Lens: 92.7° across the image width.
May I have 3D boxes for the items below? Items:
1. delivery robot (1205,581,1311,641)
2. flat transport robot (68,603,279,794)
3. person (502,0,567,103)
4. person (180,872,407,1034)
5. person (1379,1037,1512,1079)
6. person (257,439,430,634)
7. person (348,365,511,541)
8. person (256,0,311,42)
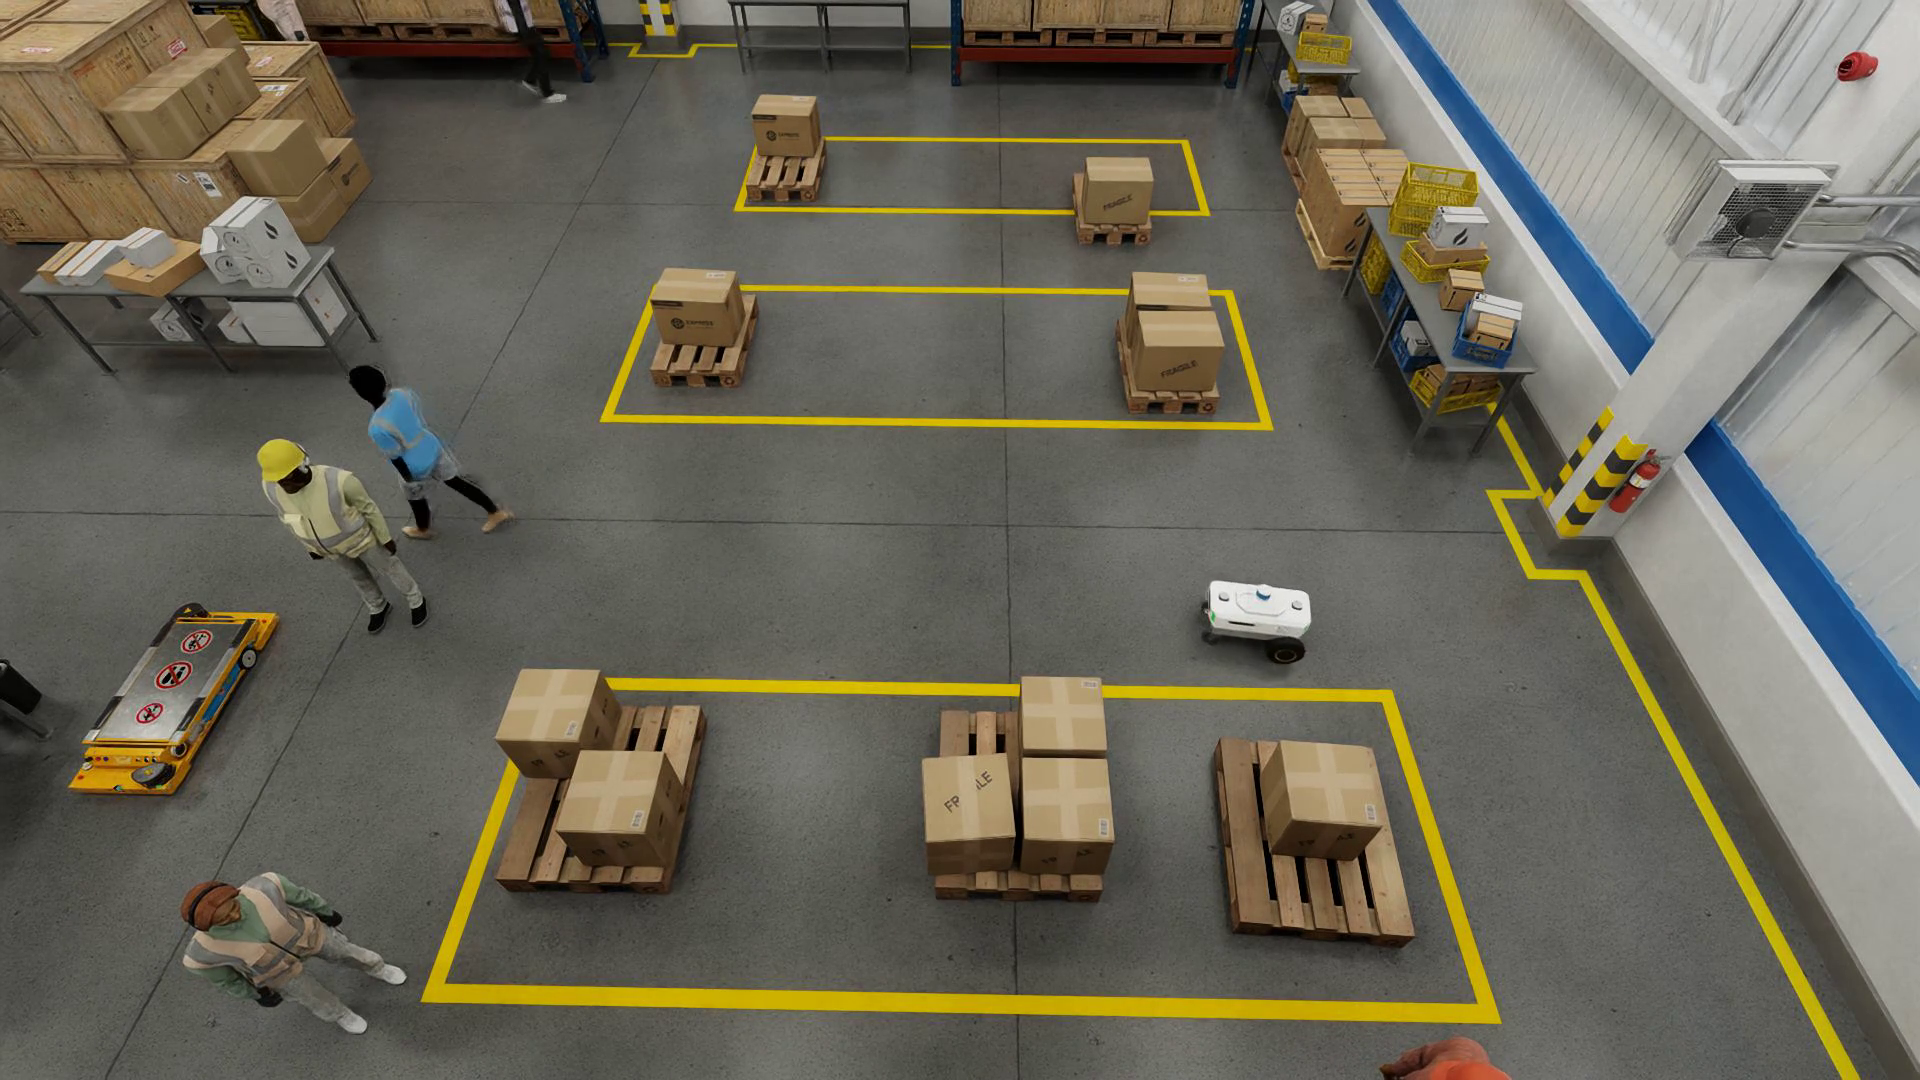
[{"bbox_3d":[2.160,0.507,6.676,0.707,0.478,0.477,7,50,6],"label":"delivery robot"},{"bbox_3d":[-5.504,1.072,6.442,0.652,0.197,1.431,1,50,1],"label":"flat transport robot"},{"bbox_3d":[-5.632,-6.670,11.932,0.462,1.886,0.614,-19,52,-16],"label":"person"},{"bbox_3d":[-3.412,2.105,4.684,0.313,1.633,0.516,19,52,15],"label":"person"},{"bbox_3d":[1.964,2.606,4.029,0.393,1.985,0.611,8,50,7],"label":"person"},{"bbox_3d":[-4.255,-0.004,6.335,0.587,1.835,0.404,-6,50,-5],"label":"person"},{"bbox_3d":[-4.107,-0.621,6.975,0.854,1.649,0.550,1,50,1],"label":"person"},{"bbox_3d":[-8.863,-6.806,12.045,0.638,1.909,0.408,31,56,23],"label":"person"}]
